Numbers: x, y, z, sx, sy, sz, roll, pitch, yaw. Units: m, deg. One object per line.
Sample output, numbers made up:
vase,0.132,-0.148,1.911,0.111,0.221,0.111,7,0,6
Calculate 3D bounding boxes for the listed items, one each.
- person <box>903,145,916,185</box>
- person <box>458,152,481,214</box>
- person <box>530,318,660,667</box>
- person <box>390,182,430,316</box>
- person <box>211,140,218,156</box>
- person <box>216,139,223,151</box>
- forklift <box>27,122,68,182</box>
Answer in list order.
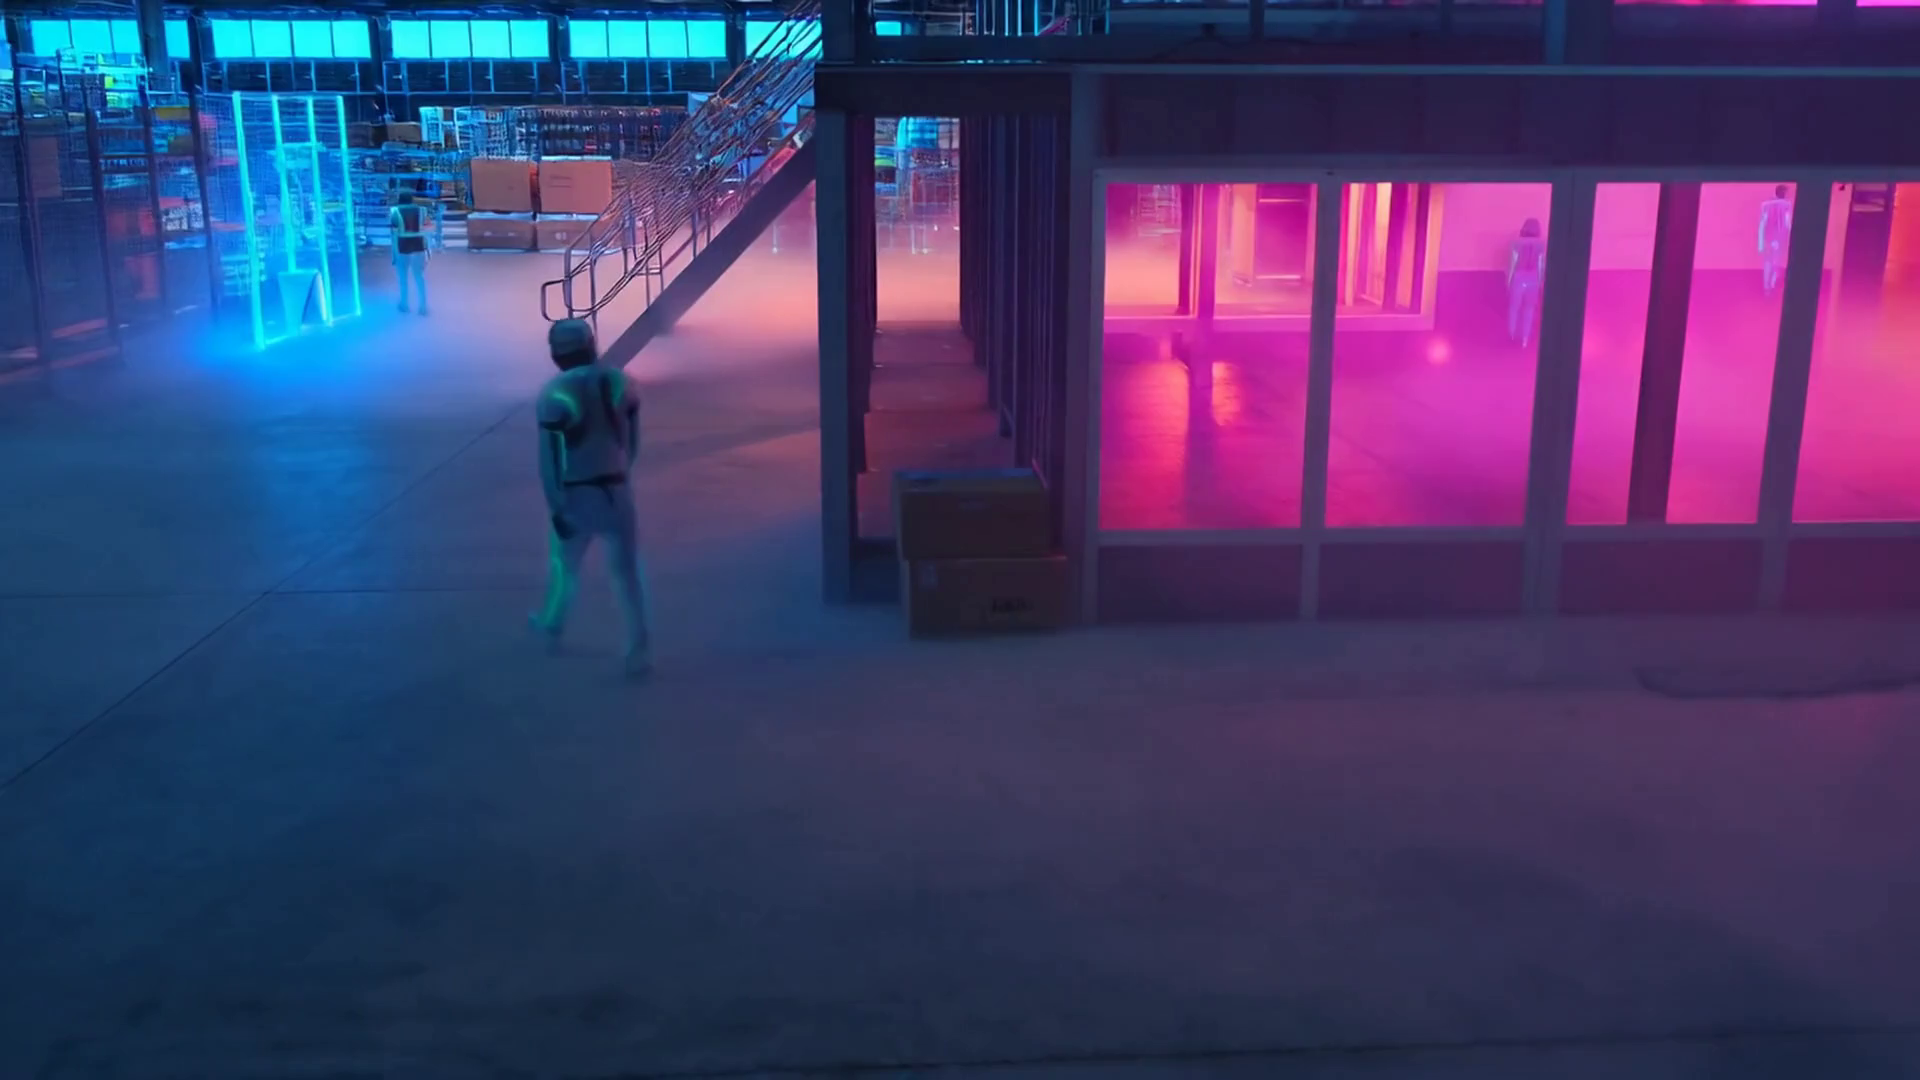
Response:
person,-2.294,-16.991,75.368,0.600,1.829,0.404,2,14,9
person,-12.639,-8.982,42.957,0.577,2.031,0.608,10,17,34
person,-1.906,-0.242,8.526,0.616,1.796,0.983,-13,19,-42
person,-8.026,-4.241,24.267,0.557,1.897,0.898,-8,16,-29
person,-38.330,-19.625,85.668,0.615,1.942,0.408,7,15,24
person,-38.290,-19.691,85.829,0.382,1.995,0.613,8,16,28
forklift,-35.376,-14.773,64.377,1.129,2.768,1.873,-1,14,-2
